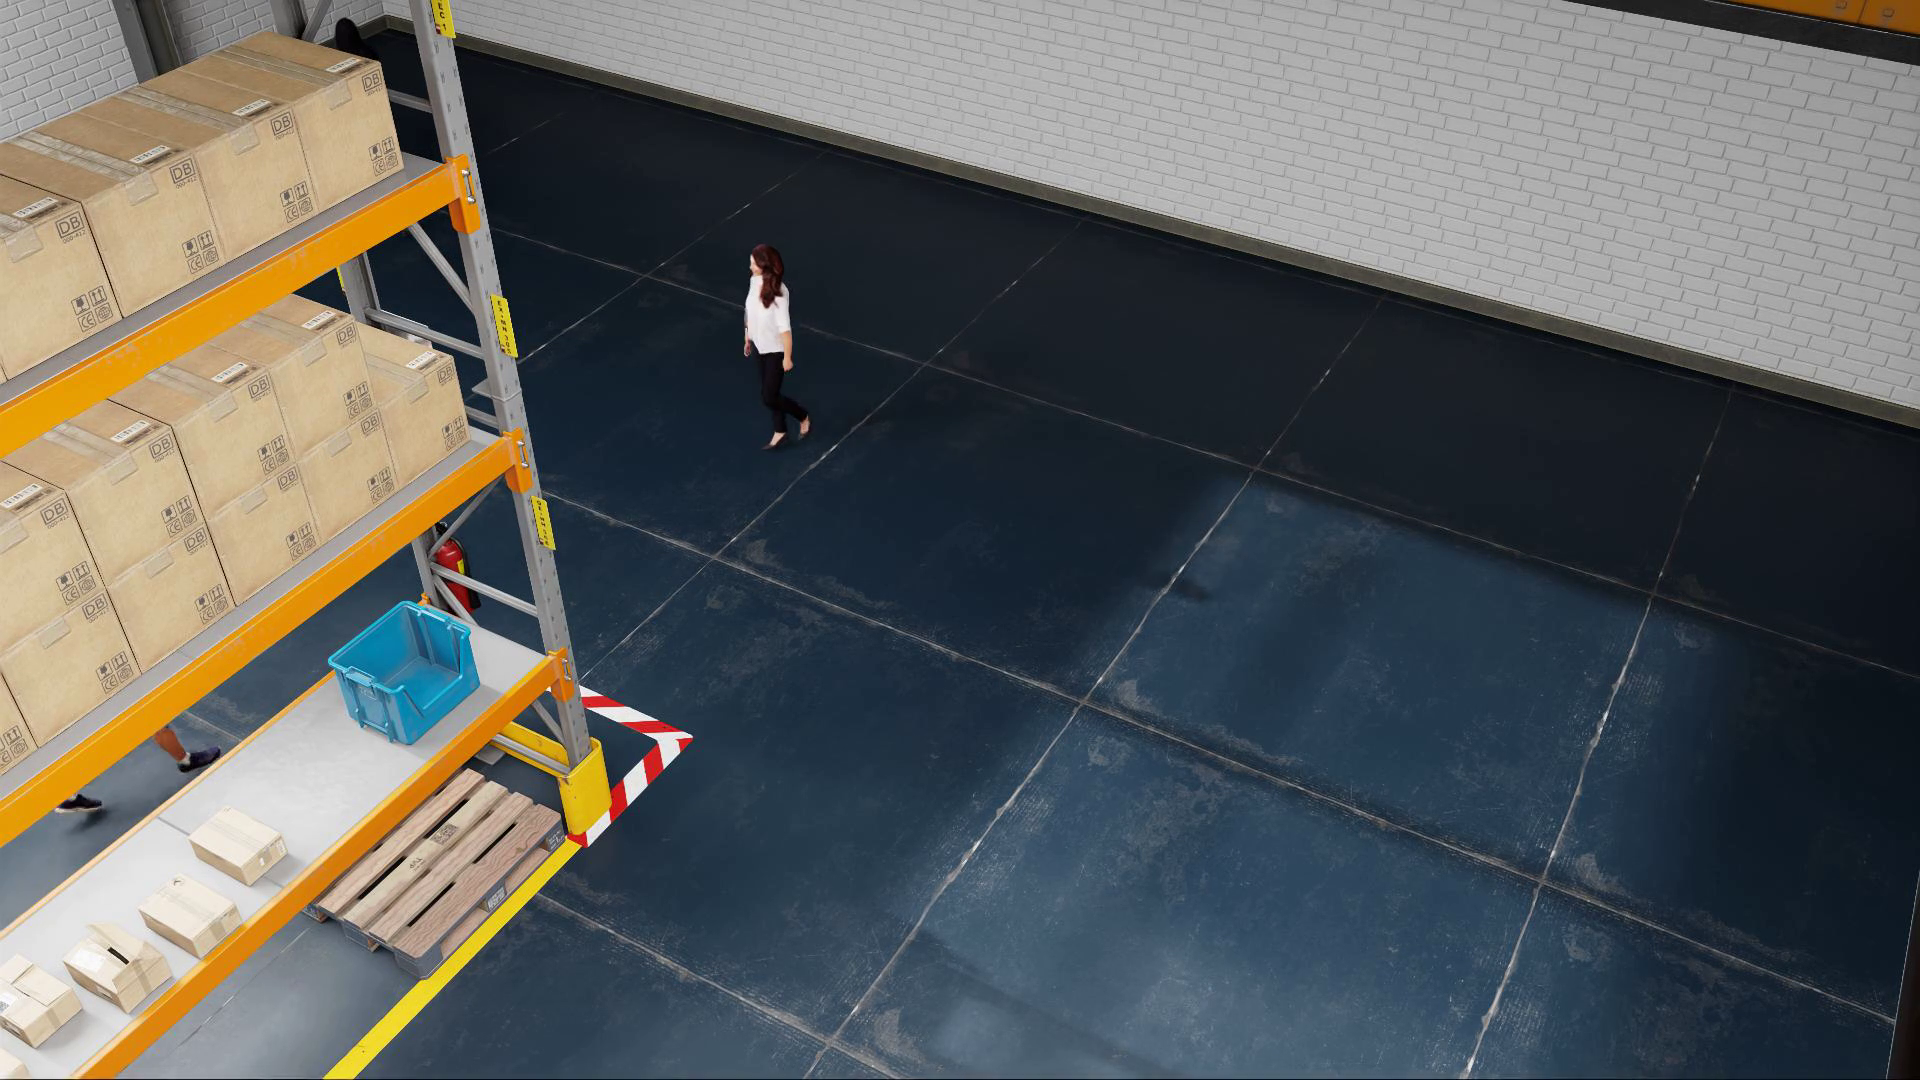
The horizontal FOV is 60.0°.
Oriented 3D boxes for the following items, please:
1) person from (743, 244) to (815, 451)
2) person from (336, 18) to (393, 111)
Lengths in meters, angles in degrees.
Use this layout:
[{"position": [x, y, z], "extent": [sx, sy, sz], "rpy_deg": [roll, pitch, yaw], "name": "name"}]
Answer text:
[{"position": [-1.346, -1.464, 12.634], "extent": [0.806, 1.783, 0.749], "rpy_deg": [-23, 44, -26], "name": "person"}, {"position": [-5.778, -4.230, 16.148], "extent": [0.630, 1.720, 0.737], "rpy_deg": [-16, 41, -19], "name": "person"}]
